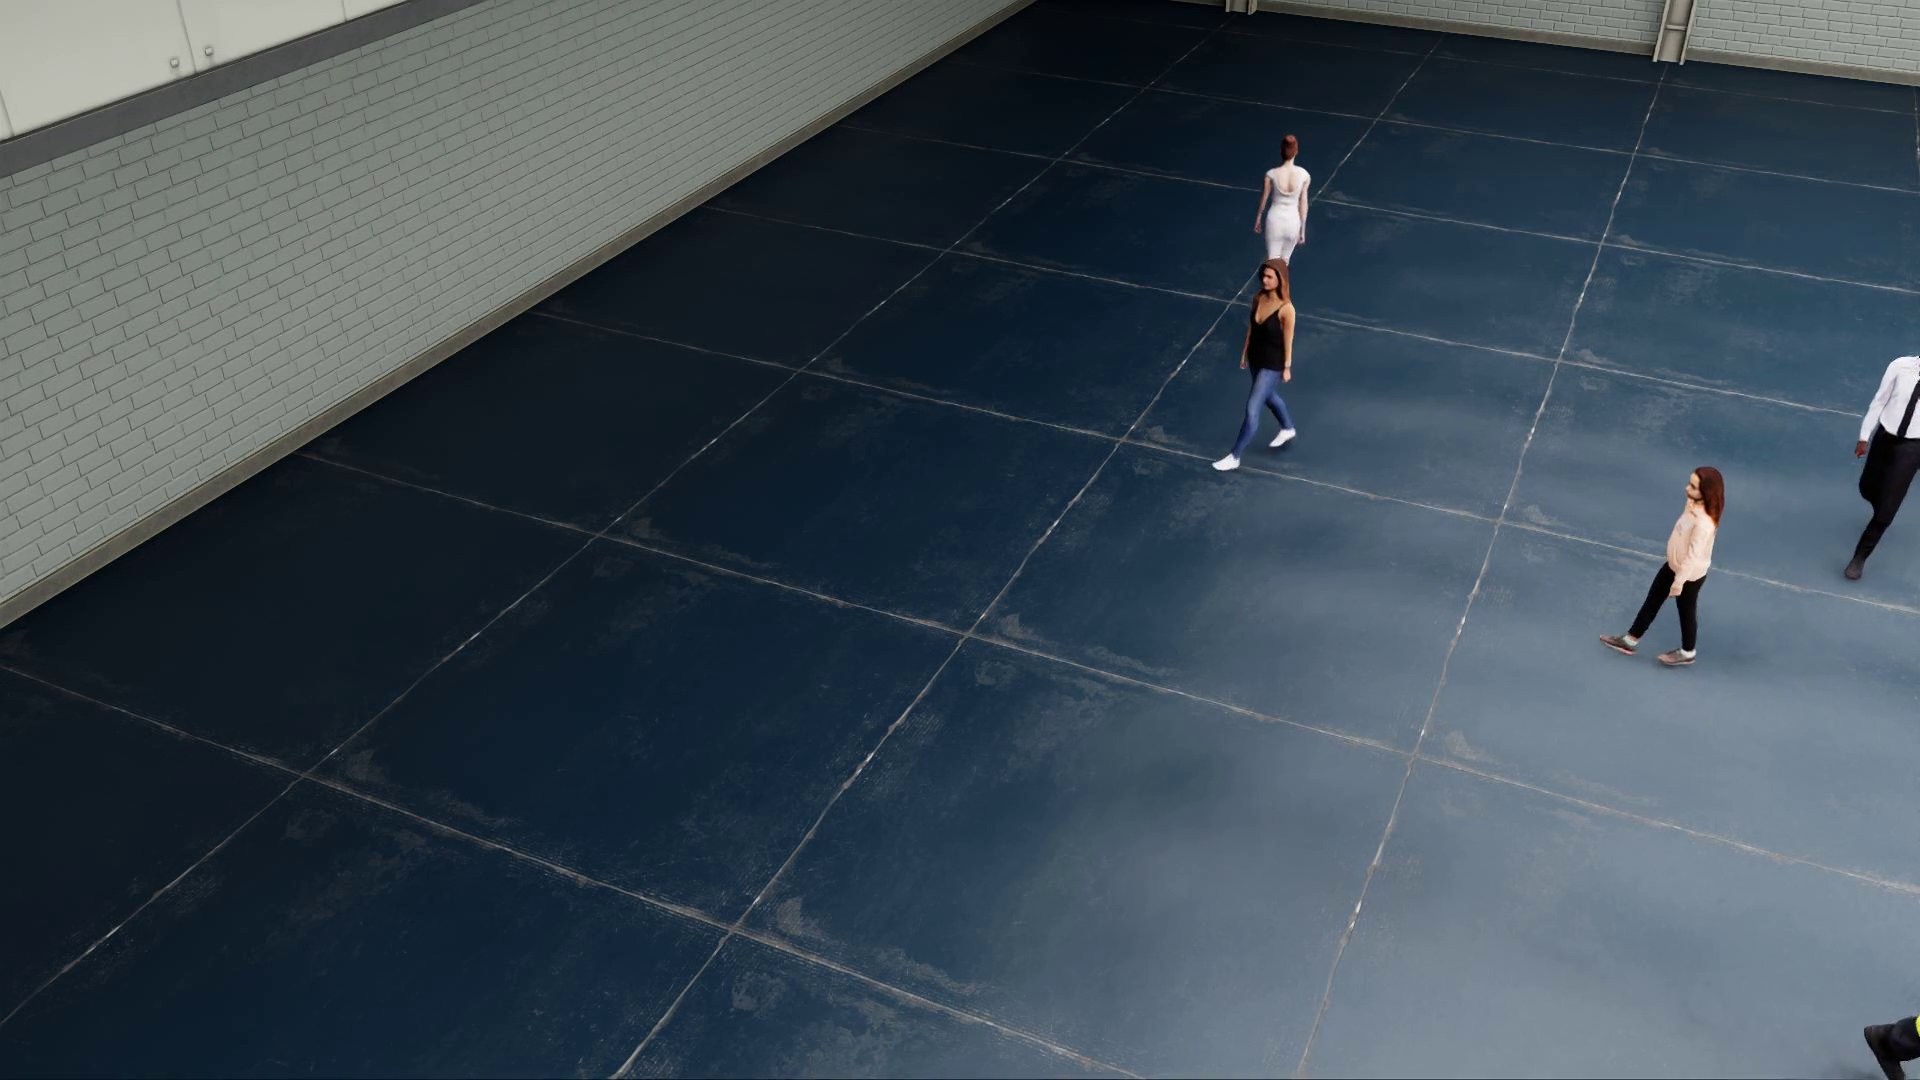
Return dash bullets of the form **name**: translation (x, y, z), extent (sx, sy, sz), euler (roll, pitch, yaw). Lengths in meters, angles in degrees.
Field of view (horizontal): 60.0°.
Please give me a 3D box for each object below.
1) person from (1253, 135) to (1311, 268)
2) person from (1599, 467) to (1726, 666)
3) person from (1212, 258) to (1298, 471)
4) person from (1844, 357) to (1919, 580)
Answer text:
- **person**: translation (2.873, -2.701, 14.859), extent (1.097, 1.748, 0.914), euler (3, 32, 4)
- **person**: translation (4.663, 0.189, 10.548), extent (0.916, 1.459, 0.751), euler (3, 32, 4)
- **person**: translation (2.422, -1.371, 12.815), extent (1.067, 1.679, 1.105), euler (-17, 36, -25)
- **person**: translation (6.569, -0.671, 11.590), extent (1.219, 1.801, 0.937), euler (24, 39, 33)
